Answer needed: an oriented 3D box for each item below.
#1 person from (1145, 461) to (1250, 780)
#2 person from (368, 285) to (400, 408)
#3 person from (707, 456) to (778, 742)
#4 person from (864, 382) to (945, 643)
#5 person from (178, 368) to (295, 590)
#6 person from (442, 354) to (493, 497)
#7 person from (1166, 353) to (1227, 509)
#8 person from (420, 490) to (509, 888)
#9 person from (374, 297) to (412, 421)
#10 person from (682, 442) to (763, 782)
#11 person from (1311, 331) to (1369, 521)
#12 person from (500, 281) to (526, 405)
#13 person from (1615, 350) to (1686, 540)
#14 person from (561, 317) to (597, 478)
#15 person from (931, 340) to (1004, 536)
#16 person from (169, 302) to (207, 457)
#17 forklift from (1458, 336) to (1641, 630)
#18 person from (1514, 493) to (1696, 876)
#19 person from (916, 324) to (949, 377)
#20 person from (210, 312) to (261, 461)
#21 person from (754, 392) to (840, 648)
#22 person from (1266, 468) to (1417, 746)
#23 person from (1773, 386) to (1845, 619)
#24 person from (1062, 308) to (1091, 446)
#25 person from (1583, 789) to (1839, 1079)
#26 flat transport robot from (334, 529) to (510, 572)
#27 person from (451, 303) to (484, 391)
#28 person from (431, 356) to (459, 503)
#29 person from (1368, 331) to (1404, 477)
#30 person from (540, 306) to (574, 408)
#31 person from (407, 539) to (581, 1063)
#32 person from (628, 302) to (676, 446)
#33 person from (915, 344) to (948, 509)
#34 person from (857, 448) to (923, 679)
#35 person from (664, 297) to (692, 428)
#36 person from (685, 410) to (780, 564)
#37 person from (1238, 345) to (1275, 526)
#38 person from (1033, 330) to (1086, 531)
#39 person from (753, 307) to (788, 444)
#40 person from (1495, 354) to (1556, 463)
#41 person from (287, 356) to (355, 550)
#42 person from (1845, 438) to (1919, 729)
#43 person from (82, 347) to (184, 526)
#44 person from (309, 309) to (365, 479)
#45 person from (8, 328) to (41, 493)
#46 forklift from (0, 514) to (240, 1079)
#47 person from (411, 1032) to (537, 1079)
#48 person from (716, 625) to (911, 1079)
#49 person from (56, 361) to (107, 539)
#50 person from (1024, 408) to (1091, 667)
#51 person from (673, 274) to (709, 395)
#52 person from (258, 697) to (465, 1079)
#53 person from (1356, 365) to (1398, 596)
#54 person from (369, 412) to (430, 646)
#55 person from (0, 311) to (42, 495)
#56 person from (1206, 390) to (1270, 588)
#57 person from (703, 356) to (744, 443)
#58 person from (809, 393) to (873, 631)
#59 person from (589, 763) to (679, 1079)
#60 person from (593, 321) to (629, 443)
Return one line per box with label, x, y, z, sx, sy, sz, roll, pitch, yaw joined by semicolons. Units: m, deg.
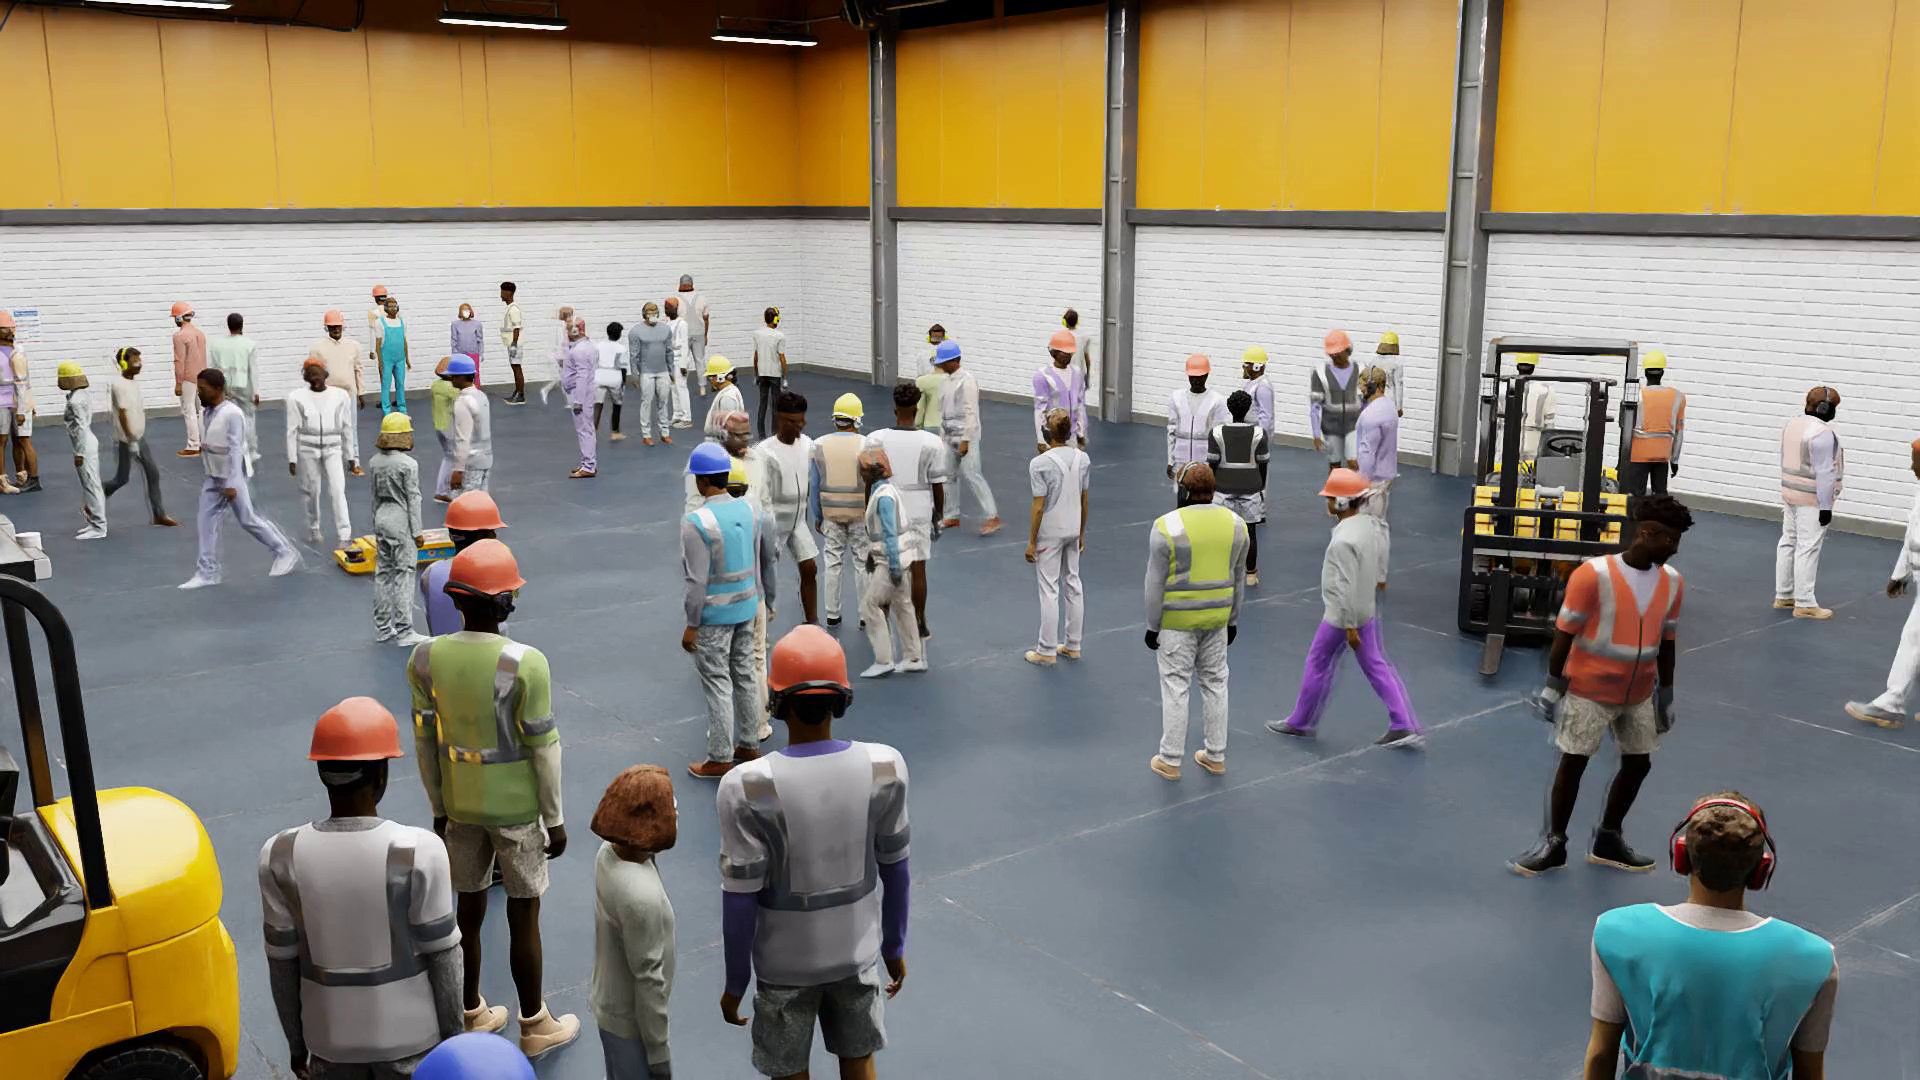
person;1.334;0.460;9.534;0.618;1.836;0.431;-5;13;-23
person;-9.062;-3.041;26.178;0.377;1.932;0.552;9;15;37
person;-1.369;0.372;10.099;0.528;1.772;0.304;-2;12;-11
person;-0.413;-0.194;12.396;0.609;1.954;0.392;0;12;2
person;-6.261;-0.550;14.314;0.595;1.884;0.947;8;14;34
person;-4.336;-0.678;14.743;0.399;1.943;0.642;0;12;1
person;2.131;-0.735;15.073;0.540;1.930;0.384;5;13;22
person;-2.331;0.718;8.045;0.545;1.932;0.386;8;14;34
person;-8.349;-2.652;24.518;0.345;1.847;0.506;11;16;44
person;-1.370;0.407;9.500;0.409;1.943;0.615;7;14;31
person;3.832;-1.097;16.681;0.635;1.977;1.054;1;12;7
person;-7.173;-3.158;26.665;0.368;1.967;0.600;-4;12;-19
person;6.301;-0.769;15.233;0.591;1.923;0.382;0;12;-1
person;-4.514;-1.690;19.725;0.407;1.905;0.655;-1;12;-6
person;0.048;-1.001;16.377;0.588;1.919;0.816;-7;13;-29
person;-9.878;-2.059;21.332;0.407;1.981;0.625;1;12;6
forklift;4.683;-0.471;13.136;1.214;2.155;2.313;4;12;20
person;3.099;0.727;8.052;0.772;1.935;0.368;-2;12;-10
person;-0.256;-1.578;19.303;0.512;1.862;0.322;0;12;-1
person;-9.043;-1.874;20.677;0.607;1.887;0.834;0;12;-1
person;-1.247;-0.121;12.138;0.776;1.921;0.640;10;15;40
person;2.374;0.413;10.072;0.905;1.715;0.556;7;14;32
person;6.751;-0.305;13.208;0.429;1.838;0.621;0;12;-1
person;1.508;-2.129;21.981;0.523;1.853;0.679;-1;12;-7
person;1.871;1.548;4.238;0.564;1.843;0.395;5;13;21
flat transport robot;-4.921;0.066;15.214;1.431;0.197;0.652;-7;13;-29
person;-7.832;-2.950;26.462;0.507;1.636;0.277;-2;12;-10
person;-5.490;-1.164;17.880;0.517;1.622;0.291;10;15;40
person;5.061;-1.609;19.758;0.320;1.737;0.487;-9;15;-36
person;-6.302;-2.867;26.123;0.651;1.610;0.547;0;12;0
person;-1.781;1.003;6.385;0.605;2.044;0.374;4;12;17
person;-4.105;-2.216;22.226;0.636;1.928;0.386;-8;14;-35
person;-0.220;-1.205;17.722;0.534;1.767;0.319;-2;12;-8
person;-0.514;0.156;11.514;0.573;1.605;0.541;0;12;-2
person;-4.079;-2.553;23.974;0.346;1.878;0.586;-8;14;-33
person;-1.557;0.041;11.415;0.403;1.884;0.673;9;15;37
person;2.968;-1.050;16.809;0.404;1.834;0.591;0;12;-1
person;0.998;-1.056;16.383;0.613;2.028;0.409;-10;15;-40
person;-2.524;-2.178;22.217;0.524;1.857;0.341;5;13;24
person;5.286;-0.866;15.694;0.593;1.925;0.384;4;12;20
person;-6.048;-0.826;15.753;0.595;1.831;0.951;-5;13;-22
person;6.024;0.269;10.434;0.787;1.833;0.652;2;12;11
person;-8.369;-1.017;16.664;0.894;1.841;0.534;0;12;0
person;-7.353;-1.727;19.686;0.609;1.995;0.376;-8;14;-33
person;-10.668;-1.493;18.744;0.390;1.923;0.548;-11;16;-43
forklift;-3.687;1.115;5.480;2.313;2.155;1.214;-9;15;-36
person;-0.779;1.776;2.882;0.605;1.948;0.404;-10;15;-40
person;-0.456;1.262;5.136;0.614;2.041;0.389;-6;13;-25
person;-8.566;-0.878;16.204;0.316;1.741;0.488;-4;12;-20
person;0.684;-0.018;11.800;0.506;1.846;0.345;-8;14;-35
person;-4.544;-3.431;27.803;0.672;2.000;0.536;-5;13;-23
person;-1.677;1.394;4.778;0.542;1.928;0.377;0;12;0
person;3.449;-0.493;13.901;0.385;1.929;0.635;6;13;28
person;-4.198;-0.087;12.427;0.498;1.732;0.382;8;14;33
person;-10.668;-1.543;18.670;0.365;2.048;0.605;4;12;18
person;2.354;-0.426;14.129;0.533;1.697;0.318;2;12;7
person;-2.242;-0.852;15.905;0.403;1.816;0.603;-1;12;-7
person;-0.851;-0.209;12.750;0.593;1.833;0.404;3;12;12
person;-0.987;1.476;5.123;0.288;1.628;0.502;-5;13;-23
person;-4.746;-2.099;22.307;0.601;1.657;0.793;2;12;9
